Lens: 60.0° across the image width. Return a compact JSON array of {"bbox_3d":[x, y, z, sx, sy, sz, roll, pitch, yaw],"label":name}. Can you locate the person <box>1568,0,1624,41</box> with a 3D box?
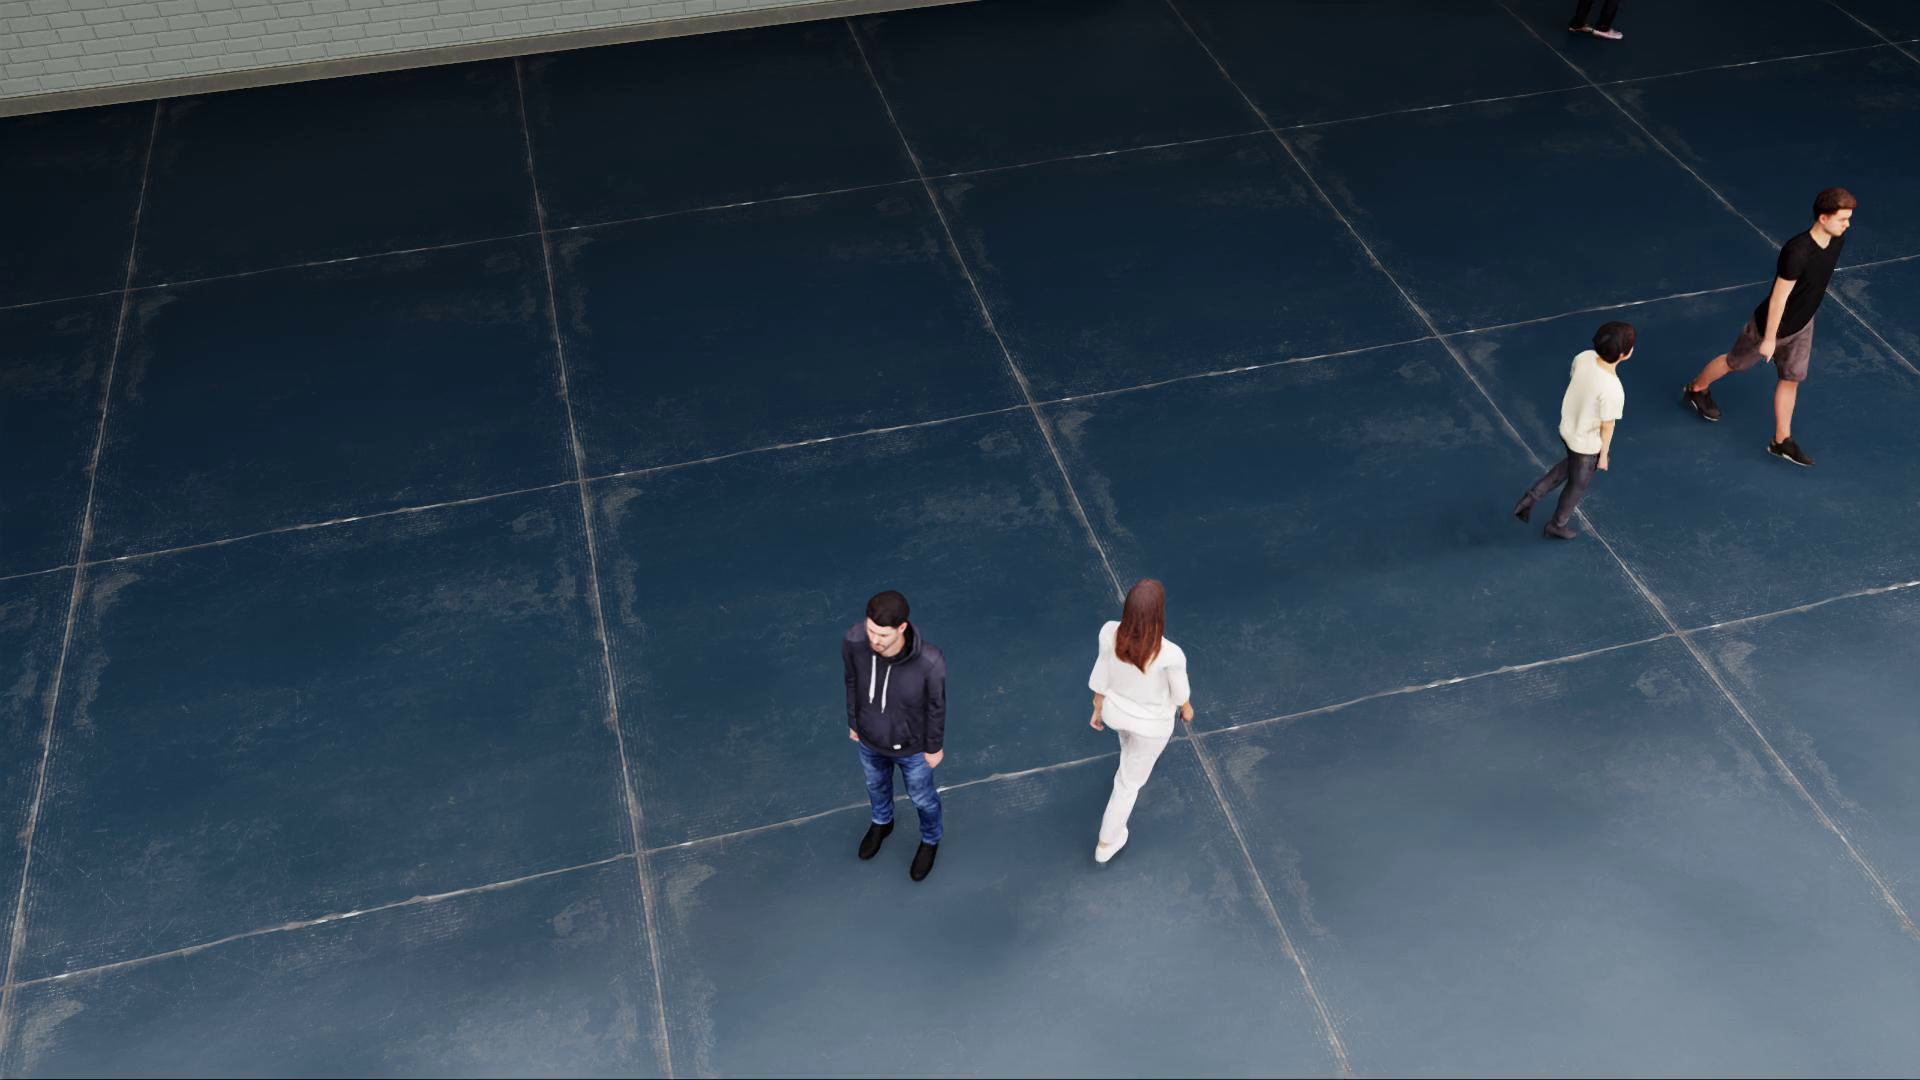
[{"bbox_3d":[5.621,-5.170,14.562,0.877,1.585,0.787,7,43,7],"label":"person"}]

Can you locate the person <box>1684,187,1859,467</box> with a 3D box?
[{"bbox_3d":[5.042,-1.405,10.358,0.927,1.819,1.297,-23,48,-22],"label":"person"}]

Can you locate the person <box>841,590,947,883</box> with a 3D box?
[{"bbox_3d":[-0.289,0.892,7.850,0.751,1.886,0.789,17,46,18],"label":"person"}]

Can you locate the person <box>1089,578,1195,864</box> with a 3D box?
[{"bbox_3d":[0.826,0.905,8.013,1.076,1.644,1.091,25,48,24],"label":"person"}]

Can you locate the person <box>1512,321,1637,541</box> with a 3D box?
[{"bbox_3d":[3.560,-0.587,9.659,0.672,1.577,0.619,-8,44,-8],"label":"person"}]
